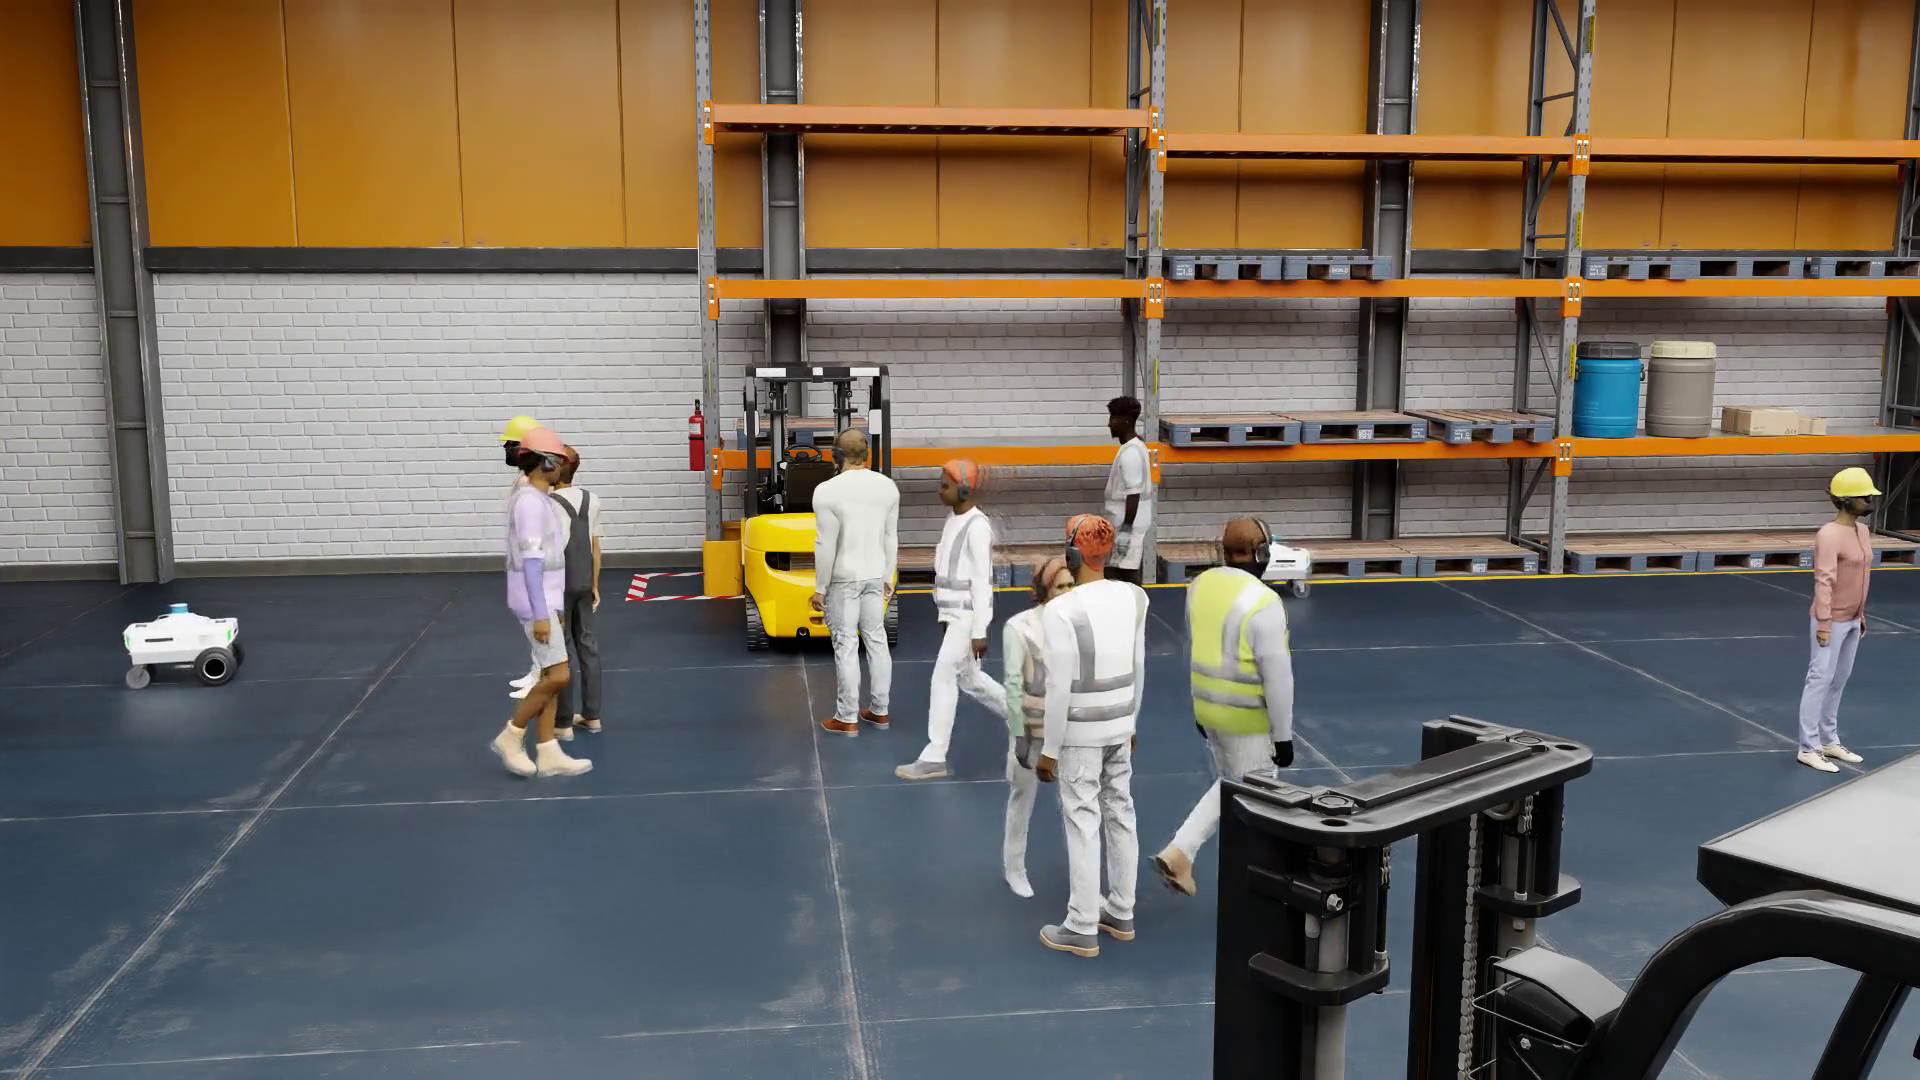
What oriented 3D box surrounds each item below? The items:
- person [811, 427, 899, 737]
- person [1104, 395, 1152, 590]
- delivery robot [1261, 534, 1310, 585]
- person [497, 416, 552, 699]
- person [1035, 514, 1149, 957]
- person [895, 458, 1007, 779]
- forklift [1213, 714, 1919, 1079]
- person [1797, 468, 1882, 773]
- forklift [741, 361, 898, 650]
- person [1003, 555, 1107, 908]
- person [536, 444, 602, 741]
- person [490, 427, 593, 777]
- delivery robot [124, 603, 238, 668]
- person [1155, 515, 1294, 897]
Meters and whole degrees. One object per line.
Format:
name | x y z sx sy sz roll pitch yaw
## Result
person | -0.658 0.261 10.414 0.635 1.936 0.354 -8 12 -40
person | 1.284 -0.129 12.755 0.361 1.963 0.613 1 9 9
delivery robot | 2.750 0.192 14.856 0.707 0.478 0.477 0 9 -2
person | -2.943 0.114 11.355 0.358 1.930 0.588 -2 9 -13
person | 0.555 0.824 7.069 0.575 1.882 0.362 -8 12 -40
person | 0.081 0.443 9.553 0.874 1.856 0.585 -2 9 -12
forklift | 1.441 1.425 2.350 1.214 2.155 2.313 -7 12 -39
person | 5.142 0.458 9.707 0.533 1.772 0.298 -7 12 -38
forklift | -1.154 -0.340 13.365 1.214 2.155 2.313 -1 9 -7
person | 0.425 0.872 7.617 0.520 1.632 0.494 -5 10 -26
person | -2.446 0.320 10.324 0.334 1.846 0.513 6 11 35
person | -2.413 0.377 9.491 0.537 2.011 0.687 -1 9 -9
delivery robot | -5.490 0.692 11.732 0.707 0.478 0.477 -3 9 -16
person | 1.219 0.799 7.431 0.512 1.820 0.644 -4 10 -22
